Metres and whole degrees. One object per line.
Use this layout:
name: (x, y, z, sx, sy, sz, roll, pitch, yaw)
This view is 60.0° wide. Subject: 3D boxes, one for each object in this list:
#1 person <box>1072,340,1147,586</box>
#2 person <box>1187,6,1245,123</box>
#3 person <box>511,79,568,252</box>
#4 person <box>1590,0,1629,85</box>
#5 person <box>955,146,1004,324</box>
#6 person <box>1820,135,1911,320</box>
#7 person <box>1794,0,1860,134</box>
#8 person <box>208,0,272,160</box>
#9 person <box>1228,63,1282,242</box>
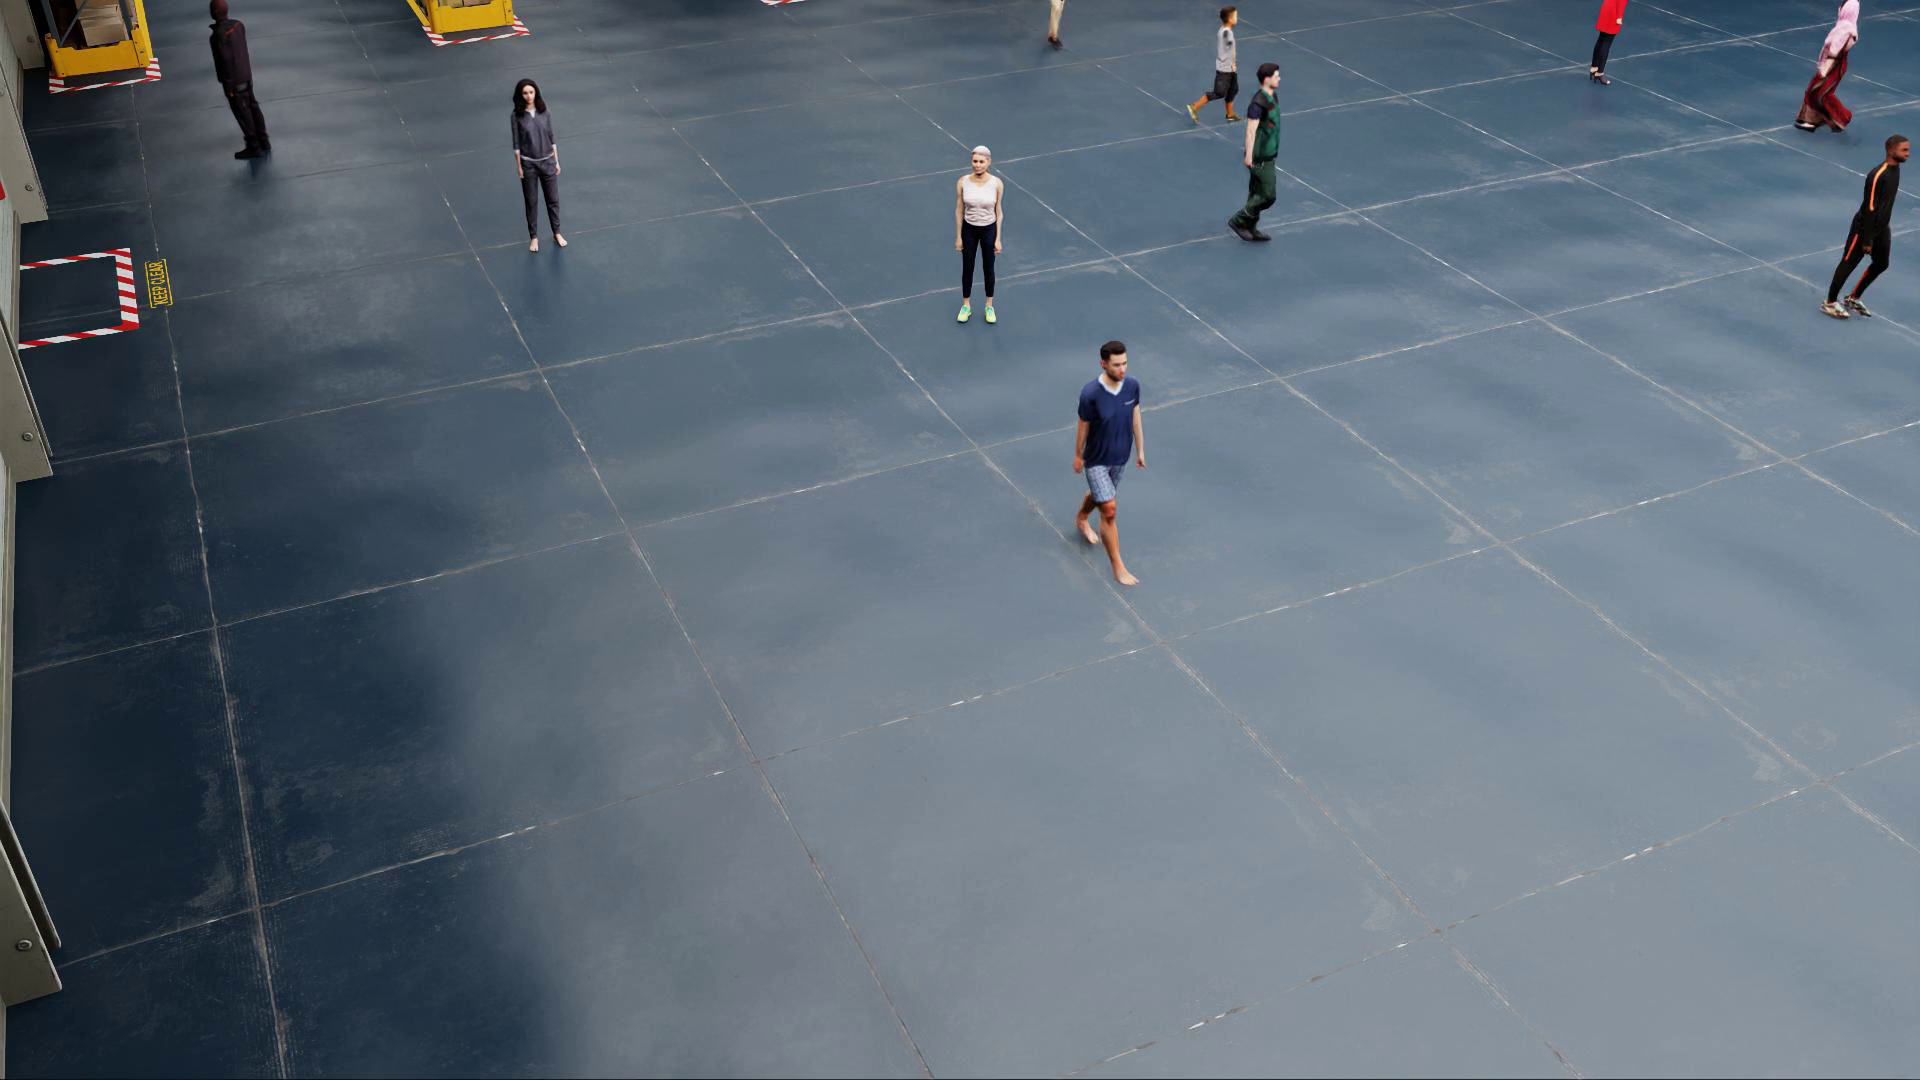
person: (1.022, -0.644, 12.079, 0.684, 1.796, 1.196, -17, 37, -24)
person: (3.203, -5.863, 20.436, 0.873, 1.434, 0.996, -1, 33, -2)
person: (-4.338, -3.865, 17.061, 0.588, 1.765, 0.504, -15, 36, -22)
person: (8.489, -6.849, 21.663, 0.775, 1.748, 0.682, 1, 33, 1)
person: (0.182, -2.874, 15.594, 0.676, 1.703, 0.682, 2, 33, 3)
person: (8.452, -2.949, 15.626, 0.666, 1.793, 0.701, -20, 38, -28)
person: (10.518, -5.634, 19.912, 0.973, 1.621, 0.869, 21, 39, 29)
person: (-8.397, -5.382, 19.338, 0.855, 1.825, 0.723, 2, 33, 4)
person: (3.020, -3.979, 17.123, 0.911, 1.888, 0.847, 10, 34, 15)
